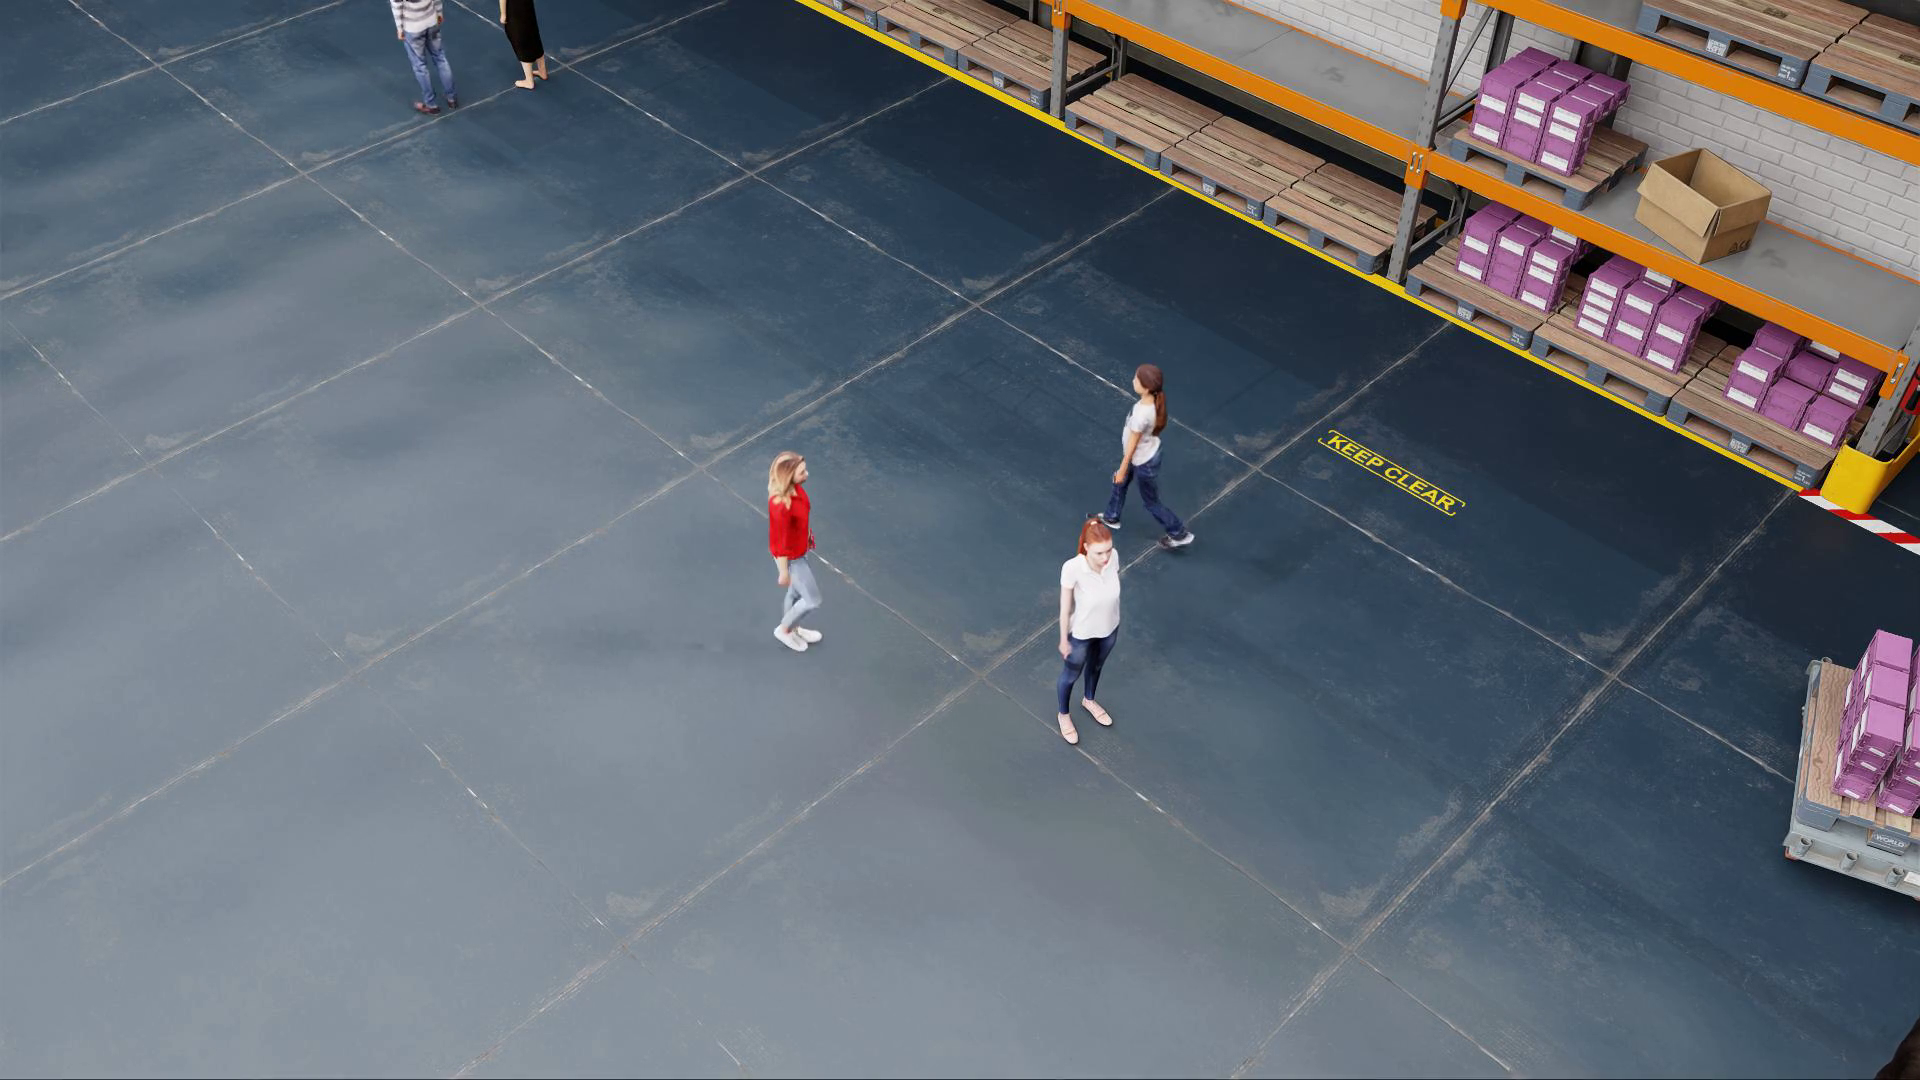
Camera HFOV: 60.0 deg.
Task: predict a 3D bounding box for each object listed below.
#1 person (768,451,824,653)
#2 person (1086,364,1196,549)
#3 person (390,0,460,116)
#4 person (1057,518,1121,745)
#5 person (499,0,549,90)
[{"bbox_3d":[-1.164,0.079,10.805,0.779,1.695,0.718,0,44,0],"label":"person"},{"bbox_3d":[1.339,-0.549,11.583,1.114,1.531,0.840,14,45,14],"label":"person"},{"bbox_3d":[-5.206,-4.986,16.013,0.689,1.844,0.549,-34,53,-30],"label":"person"},{"bbox_3d":[0.798,0.541,10.288,0.621,1.739,0.602,-23,48,-22],"label":"person"},{"bbox_3d":[-4.370,-5.265,16.466,0.622,1.624,0.617,24,49,23],"label":"person"}]
